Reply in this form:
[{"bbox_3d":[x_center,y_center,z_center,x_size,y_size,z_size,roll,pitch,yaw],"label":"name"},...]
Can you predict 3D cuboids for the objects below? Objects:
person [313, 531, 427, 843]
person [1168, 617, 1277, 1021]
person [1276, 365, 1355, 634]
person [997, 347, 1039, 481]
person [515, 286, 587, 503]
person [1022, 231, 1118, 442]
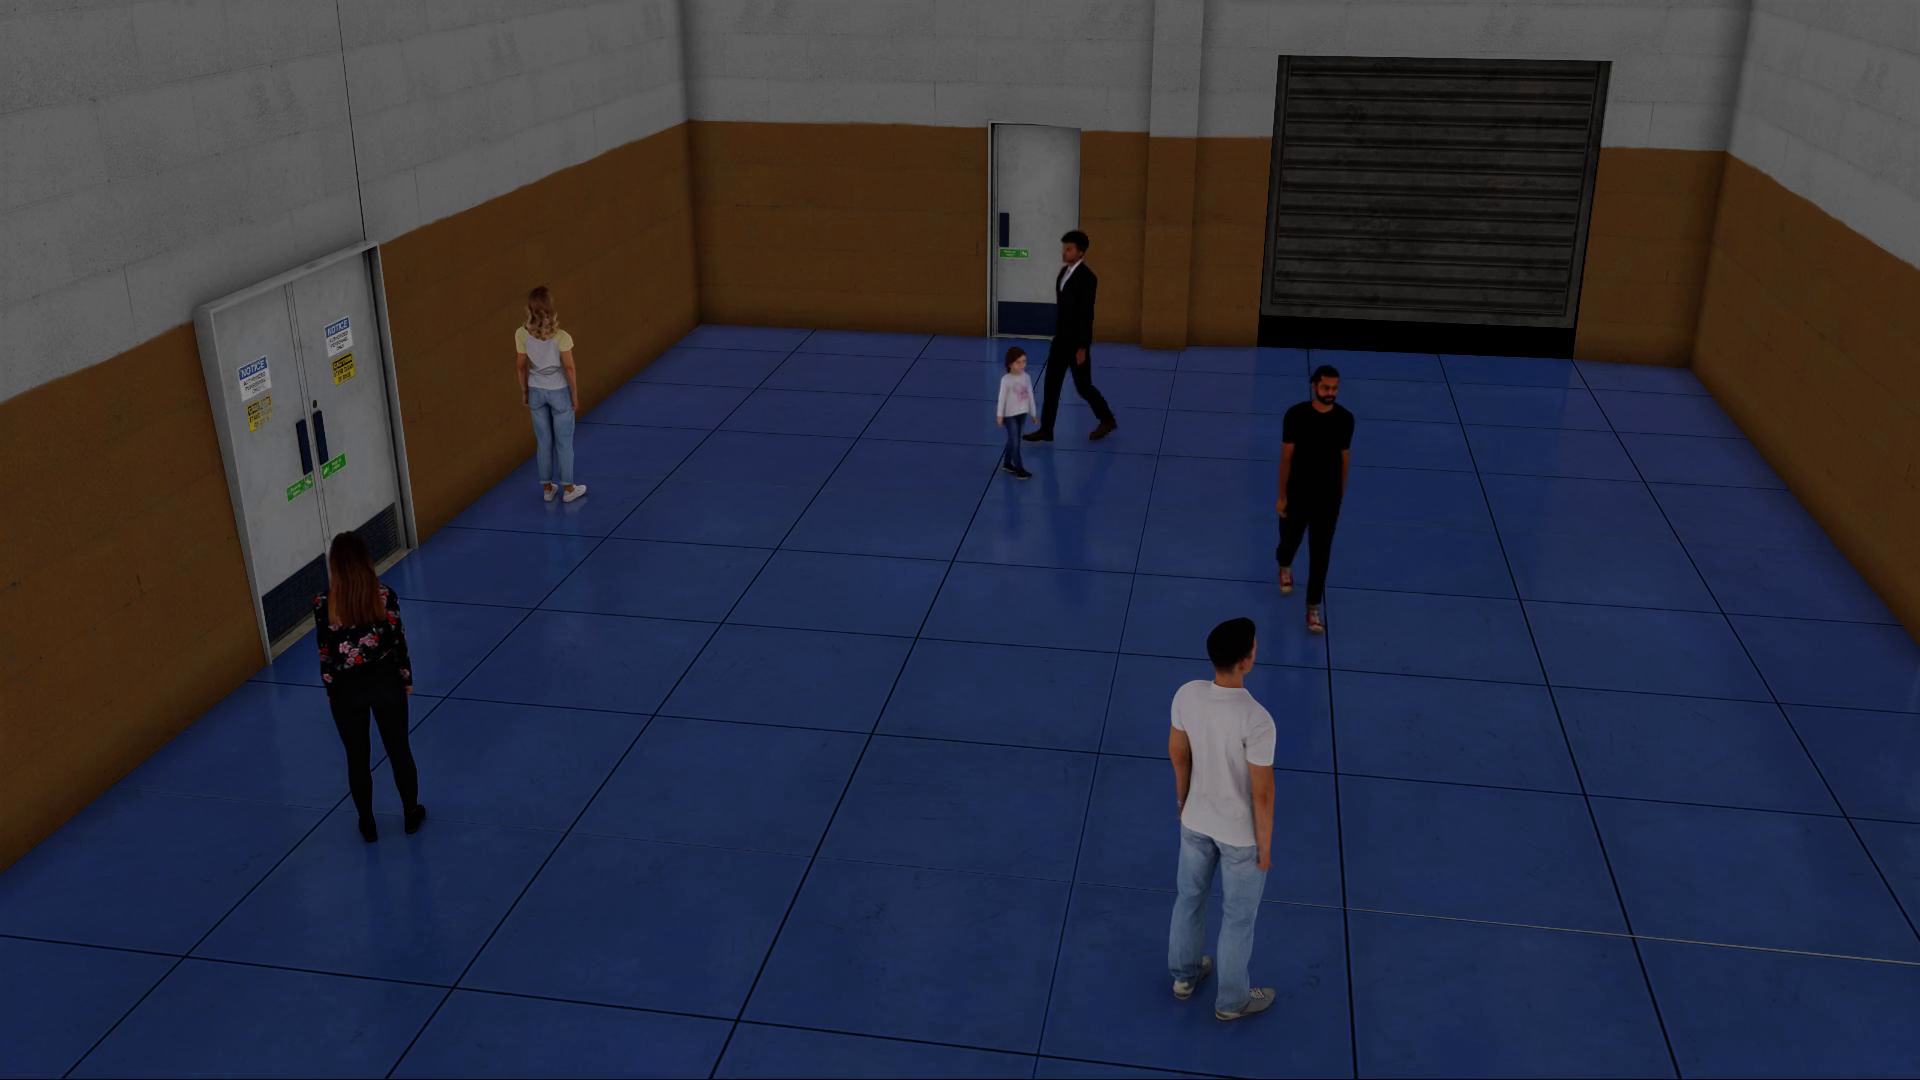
[{"bbox_3d":[-3.012,0.743,8.450,0.599,1.680,0.714,-7,23,-18],"label":"person"},{"bbox_3d":[1.124,1.187,7.095,0.819,1.866,0.717,-20,29,-40],"label":"person"},{"bbox_3d":[2.297,-0.317,11.007,1.016,1.740,0.778,1,22,1],"label":"person"},{"bbox_3d":[0.416,-1.069,13.745,0.675,1.094,0.745,-16,27,-34],"label":"person"},{"bbox_3d":[-3.218,-1.140,13.056,0.469,1.724,0.683,3,22,8],"label":"person"},{"bbox_3d":[1.059,-1.733,14.384,1.234,1.850,1.089,-10,24,-22],"label":"person"}]
